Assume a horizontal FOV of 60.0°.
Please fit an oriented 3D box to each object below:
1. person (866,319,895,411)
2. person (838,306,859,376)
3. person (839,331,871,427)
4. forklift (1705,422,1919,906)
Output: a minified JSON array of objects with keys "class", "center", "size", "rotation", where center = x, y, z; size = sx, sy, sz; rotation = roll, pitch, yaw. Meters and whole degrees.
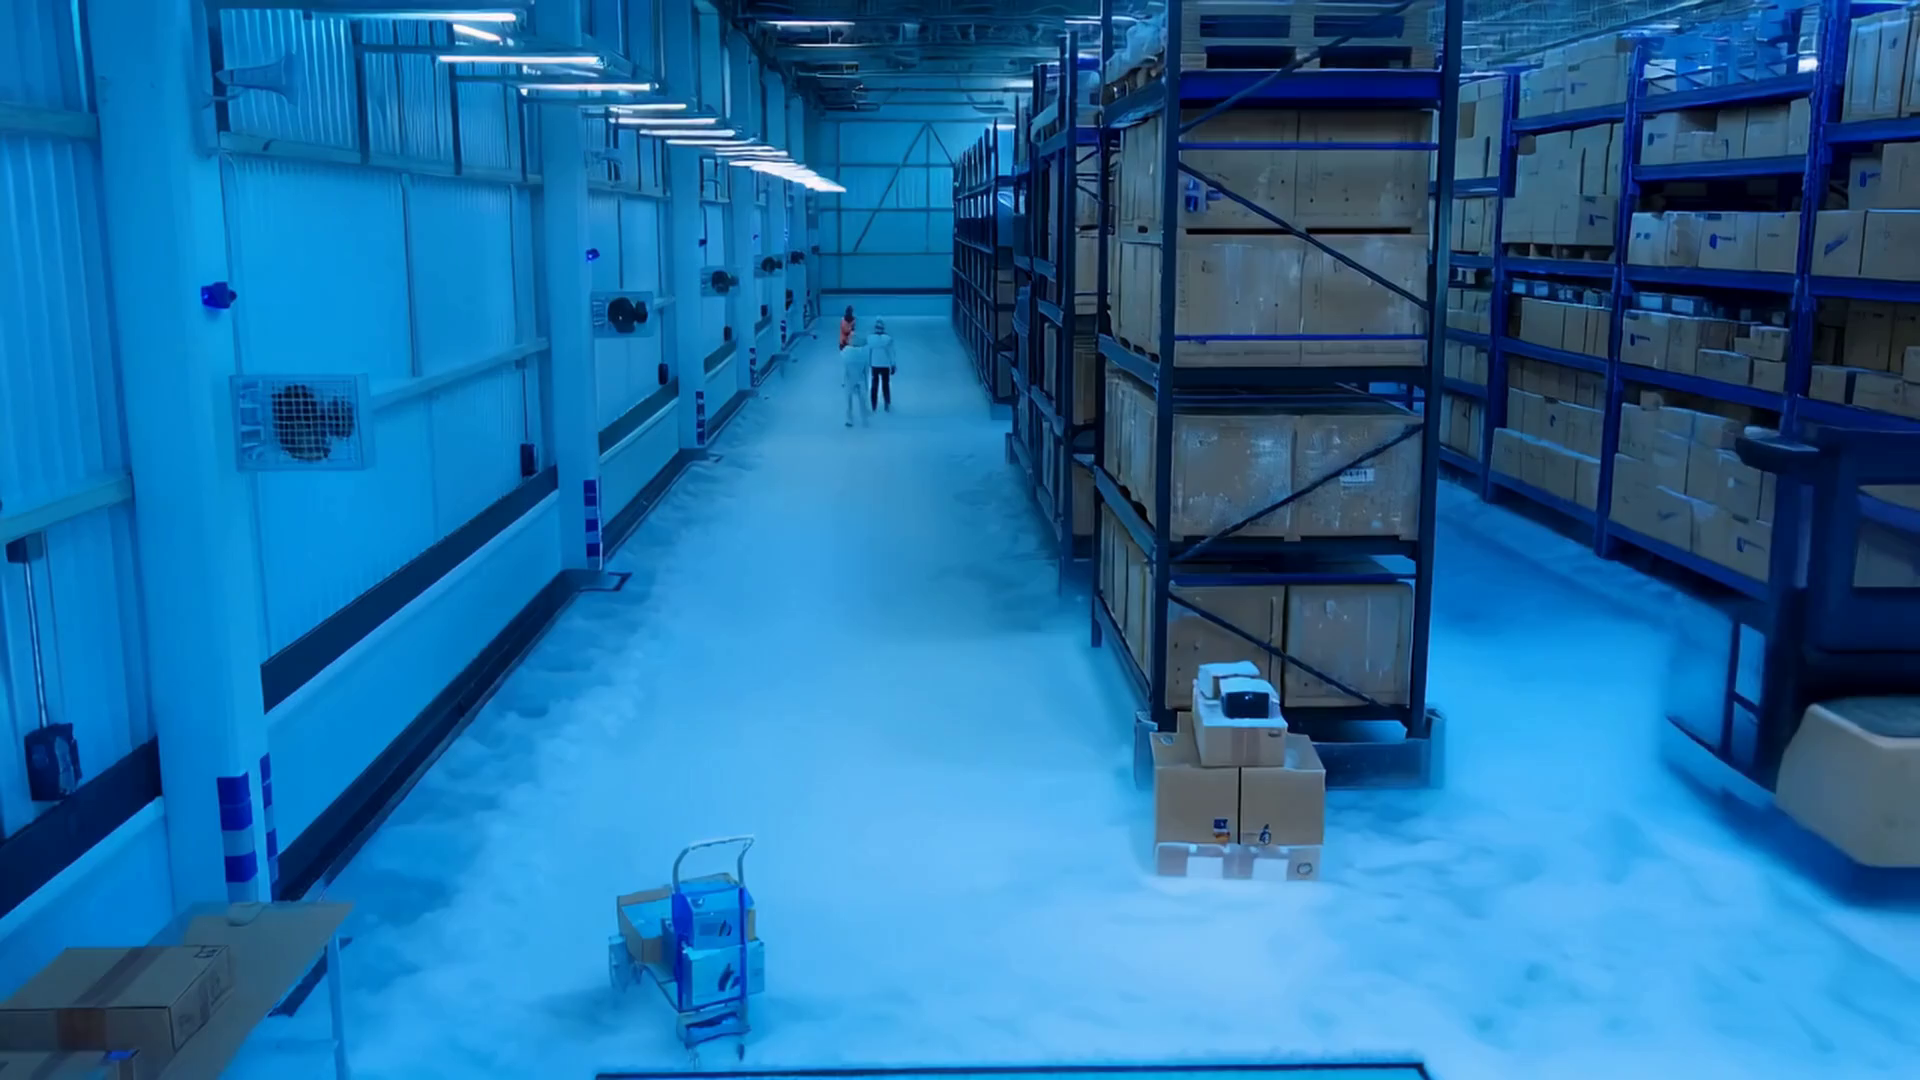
[{"class":"person","center":[-1.708,-3.747,35.686],"size":[0.621,1.986,0.411],"rotation":[-3,11,-13]},{"class":"person","center":[-2.854,-5.021,42.512],"size":[0.591,1.910,0.388],"rotation":[-8,14,-36]},{"class":"person","center":[-2.083,-3.187,33.028],"size":[0.663,1.895,0.402],"rotation":[-5,12,-24]},{"class":"forklift","center":[5.784,0.656,10.438],"size":[1.129,2.768,1.873],"rotation":[0,11,-2]}]
